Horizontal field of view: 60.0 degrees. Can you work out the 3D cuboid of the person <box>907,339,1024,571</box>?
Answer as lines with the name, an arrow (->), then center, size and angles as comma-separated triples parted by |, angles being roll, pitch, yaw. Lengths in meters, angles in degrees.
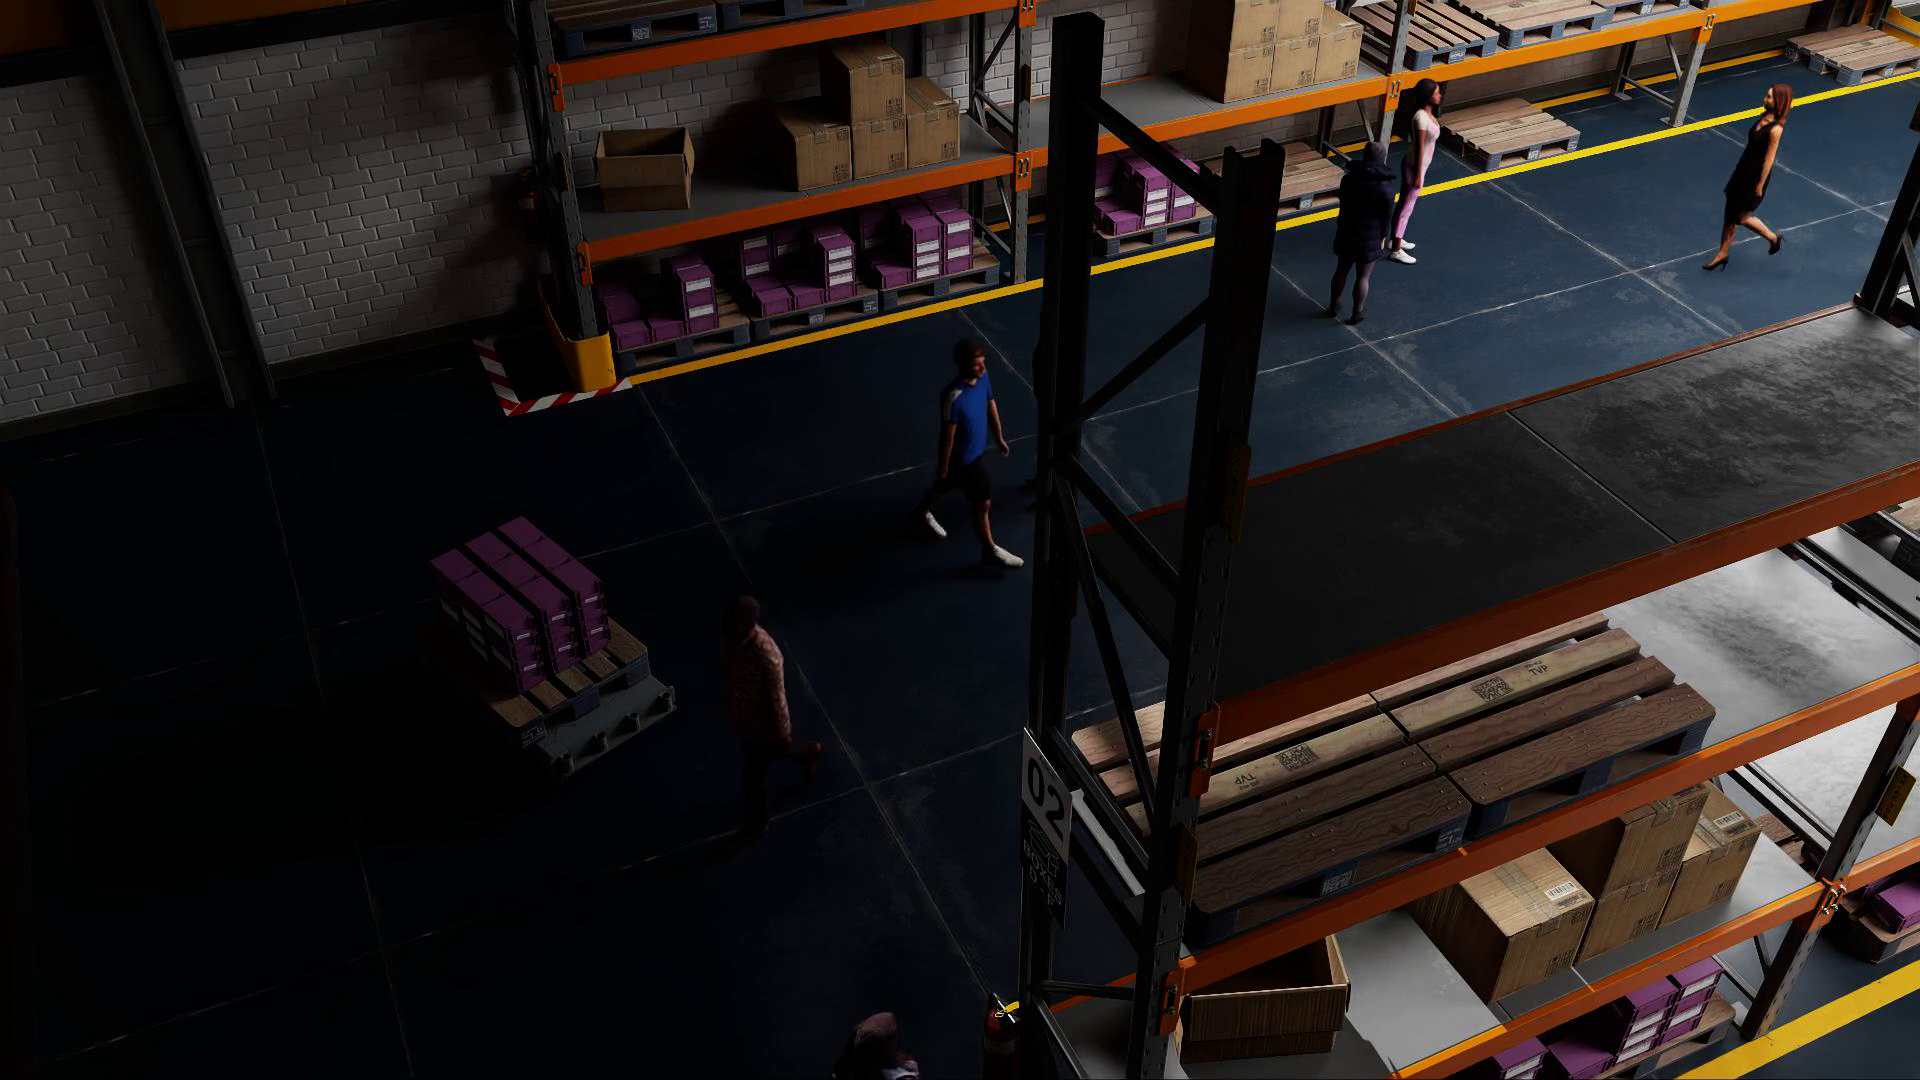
person -> -0.051, -0.666, 11.815 | 1.230, 1.829, 1.209 | 15, 41, 18

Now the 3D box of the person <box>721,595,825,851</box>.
person -> -1.117, 0.988, 9.778 | 1.149, 1.787, 0.861 | -26, 45, -29

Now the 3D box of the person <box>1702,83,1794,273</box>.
person -> 7.230, -3.232, 15.035 | 0.980, 1.821, 0.838 | 4, 39, 5

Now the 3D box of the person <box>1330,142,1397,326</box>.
person -> 3.475, -2.670, 14.449 | 0.775, 1.674, 0.798 | 25, 45, 28

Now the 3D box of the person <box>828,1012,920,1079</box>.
person -> -0.377, 2.797, 7.678 | 1.048, 1.581, 0.891 | -5, 39, -6

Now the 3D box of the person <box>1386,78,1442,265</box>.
person -> 4.182, -3.421, 15.336 | 0.693, 1.740, 0.656 | 8, 39, 10
